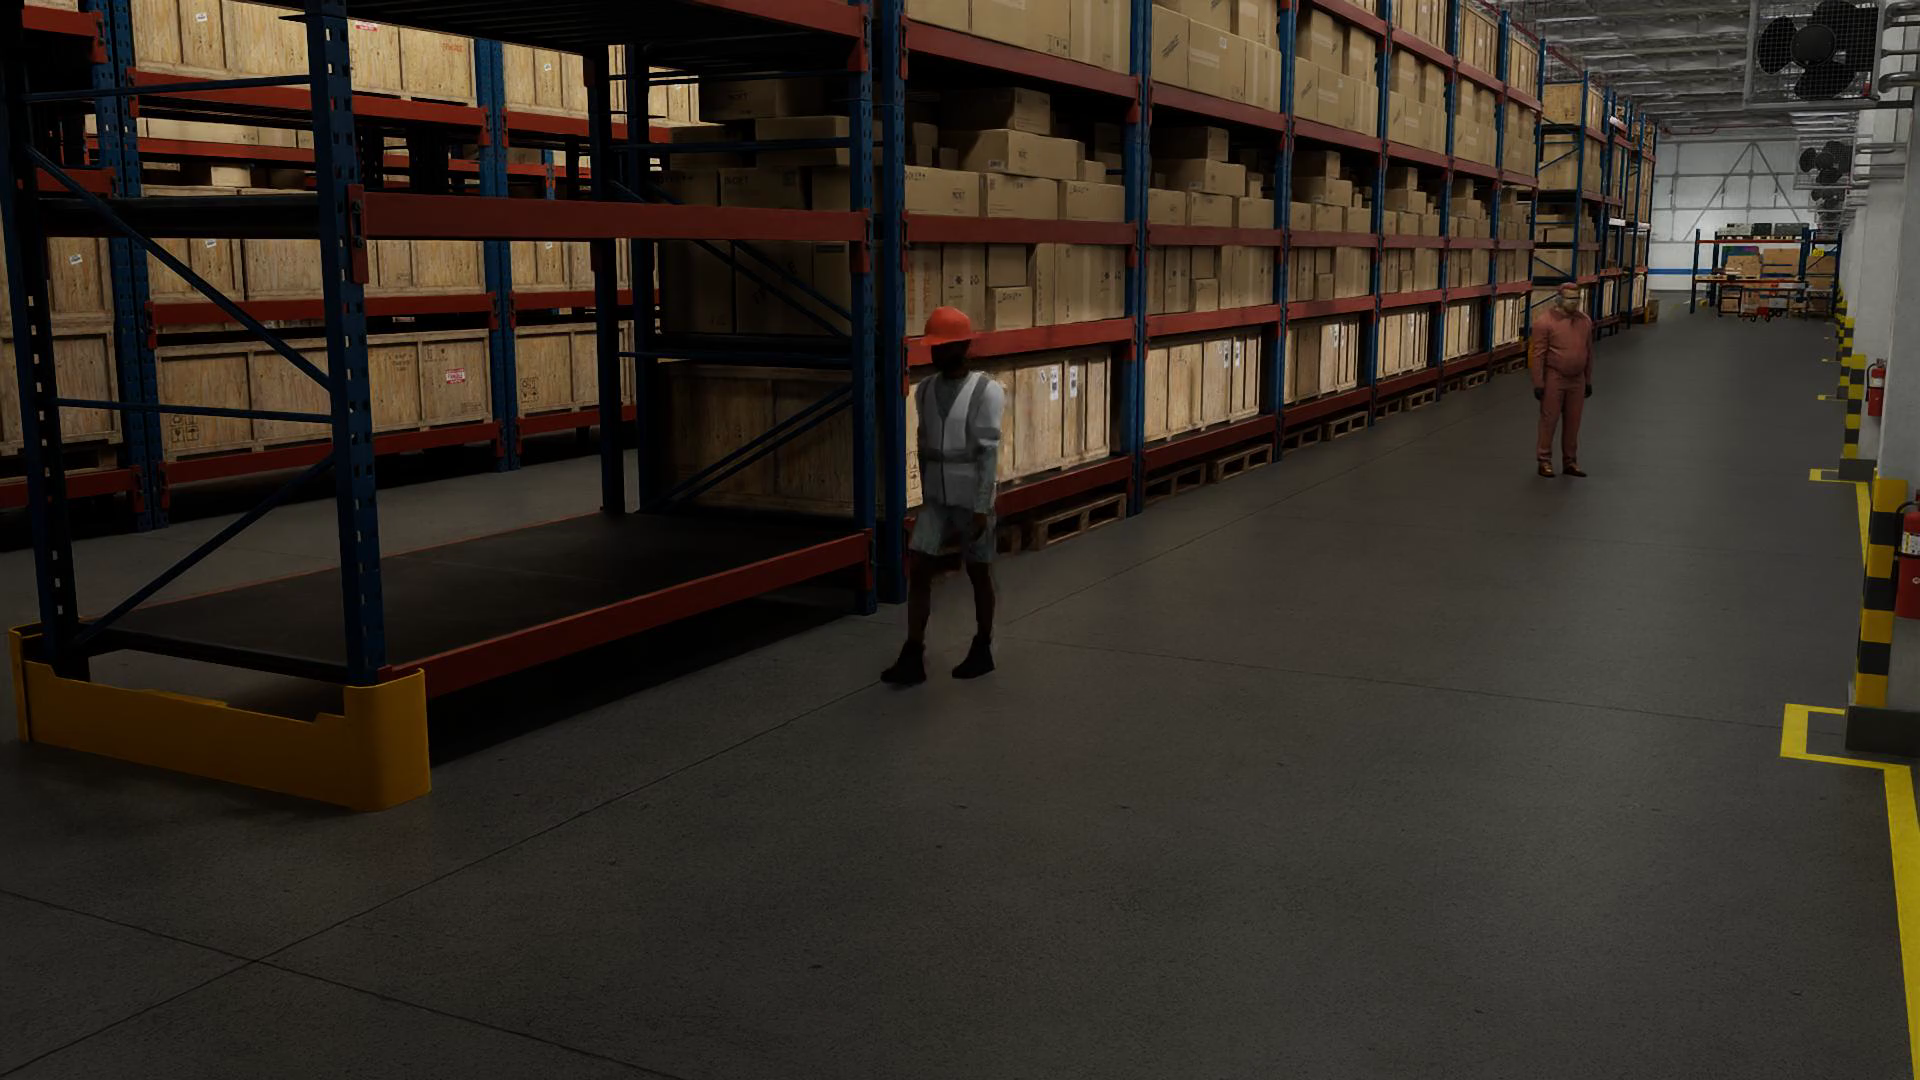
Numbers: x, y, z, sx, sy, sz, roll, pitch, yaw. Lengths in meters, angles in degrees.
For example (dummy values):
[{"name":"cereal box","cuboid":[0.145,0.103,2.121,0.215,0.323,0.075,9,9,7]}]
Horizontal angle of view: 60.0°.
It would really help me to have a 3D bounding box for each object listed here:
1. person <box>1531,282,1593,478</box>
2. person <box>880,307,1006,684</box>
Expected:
[{"name":"person","cuboid":[5.863,-1.548,16.178,0.653,1.894,0.401,-3,10,-15]},{"name":"person","cuboid":[-0.080,-0.196,8.318,0.547,1.907,0.842,6,12,32]}]
